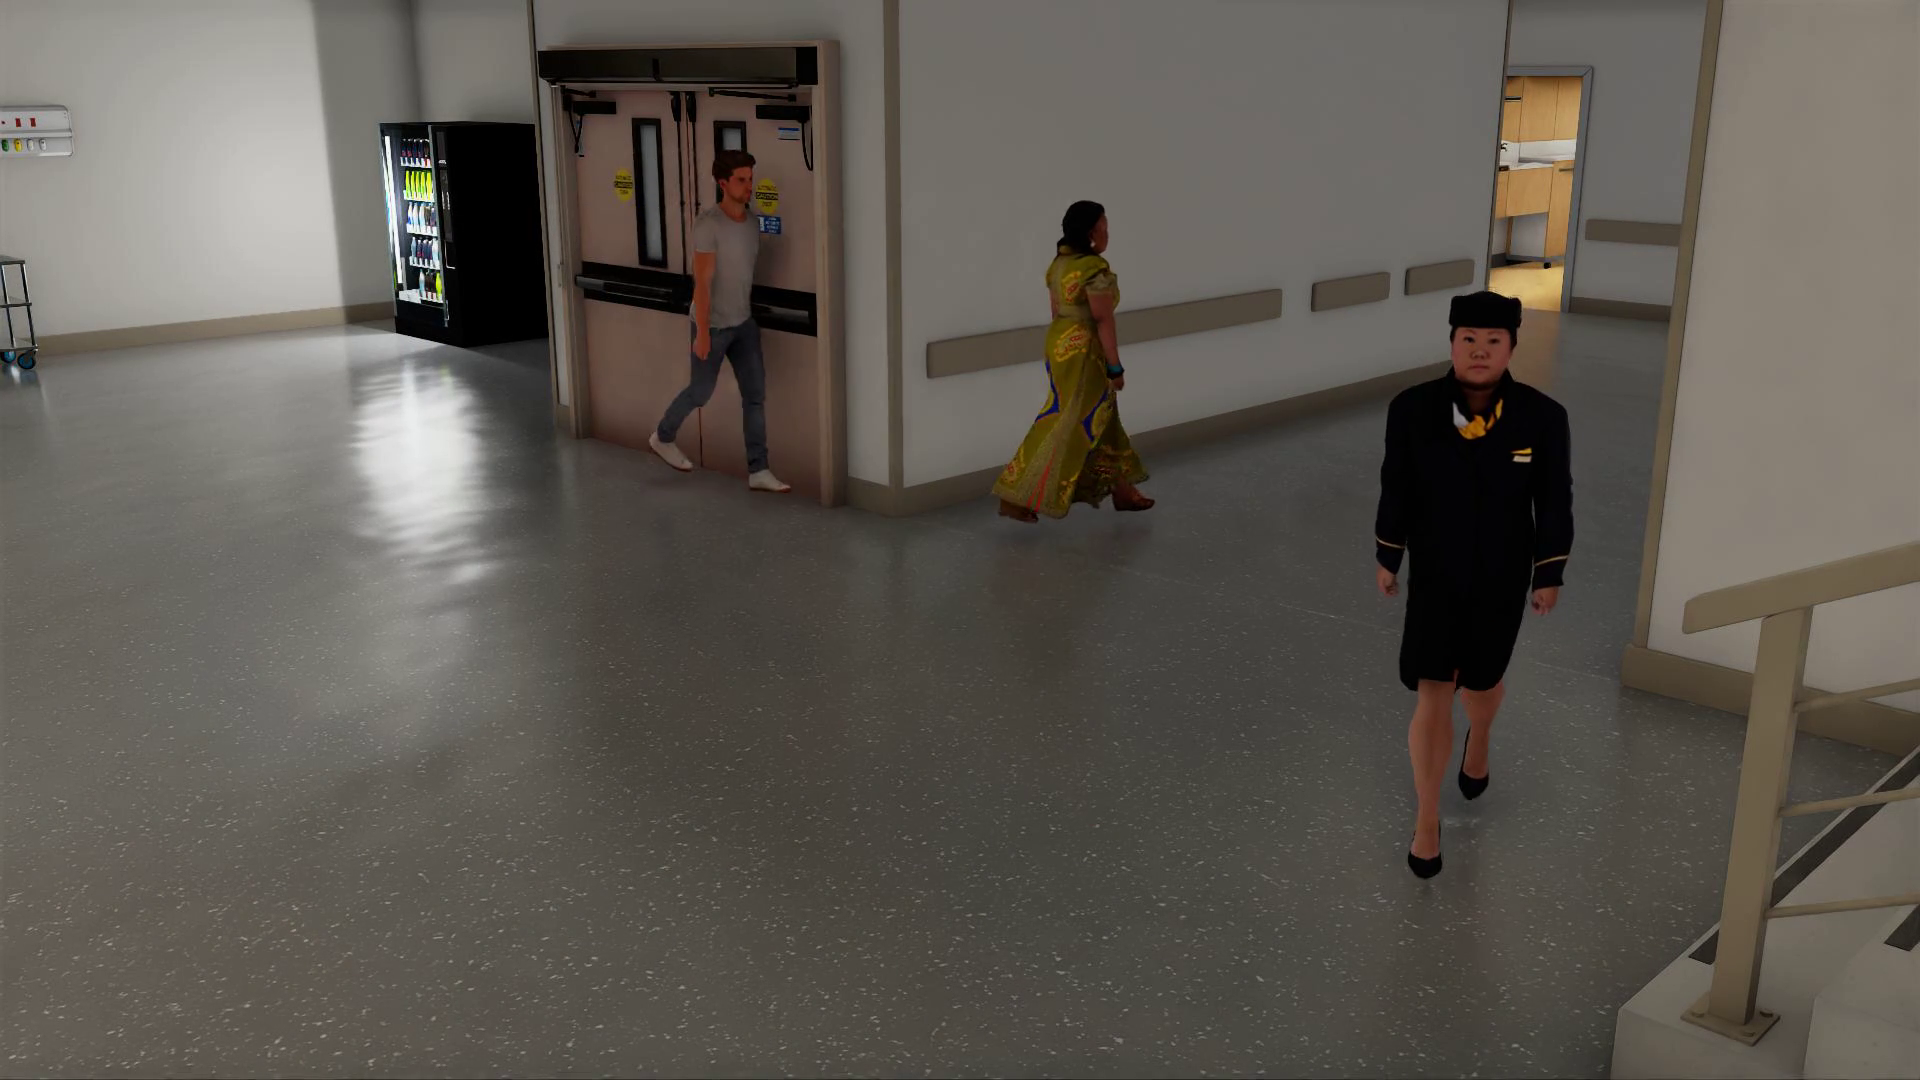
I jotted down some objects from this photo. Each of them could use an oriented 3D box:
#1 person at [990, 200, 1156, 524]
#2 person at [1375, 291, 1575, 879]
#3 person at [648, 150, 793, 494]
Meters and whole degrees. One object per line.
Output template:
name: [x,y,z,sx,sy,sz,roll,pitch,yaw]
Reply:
person: [0.523,-0.837,8.326,1.119,1.614,1.266,-6,17,-20]
person: [1.523,0.110,4.928,1.142,1.635,1.054,6,17,20]
person: [-1.361,-1.156,9.072,1.304,1.824,0.805,11,19,34]
